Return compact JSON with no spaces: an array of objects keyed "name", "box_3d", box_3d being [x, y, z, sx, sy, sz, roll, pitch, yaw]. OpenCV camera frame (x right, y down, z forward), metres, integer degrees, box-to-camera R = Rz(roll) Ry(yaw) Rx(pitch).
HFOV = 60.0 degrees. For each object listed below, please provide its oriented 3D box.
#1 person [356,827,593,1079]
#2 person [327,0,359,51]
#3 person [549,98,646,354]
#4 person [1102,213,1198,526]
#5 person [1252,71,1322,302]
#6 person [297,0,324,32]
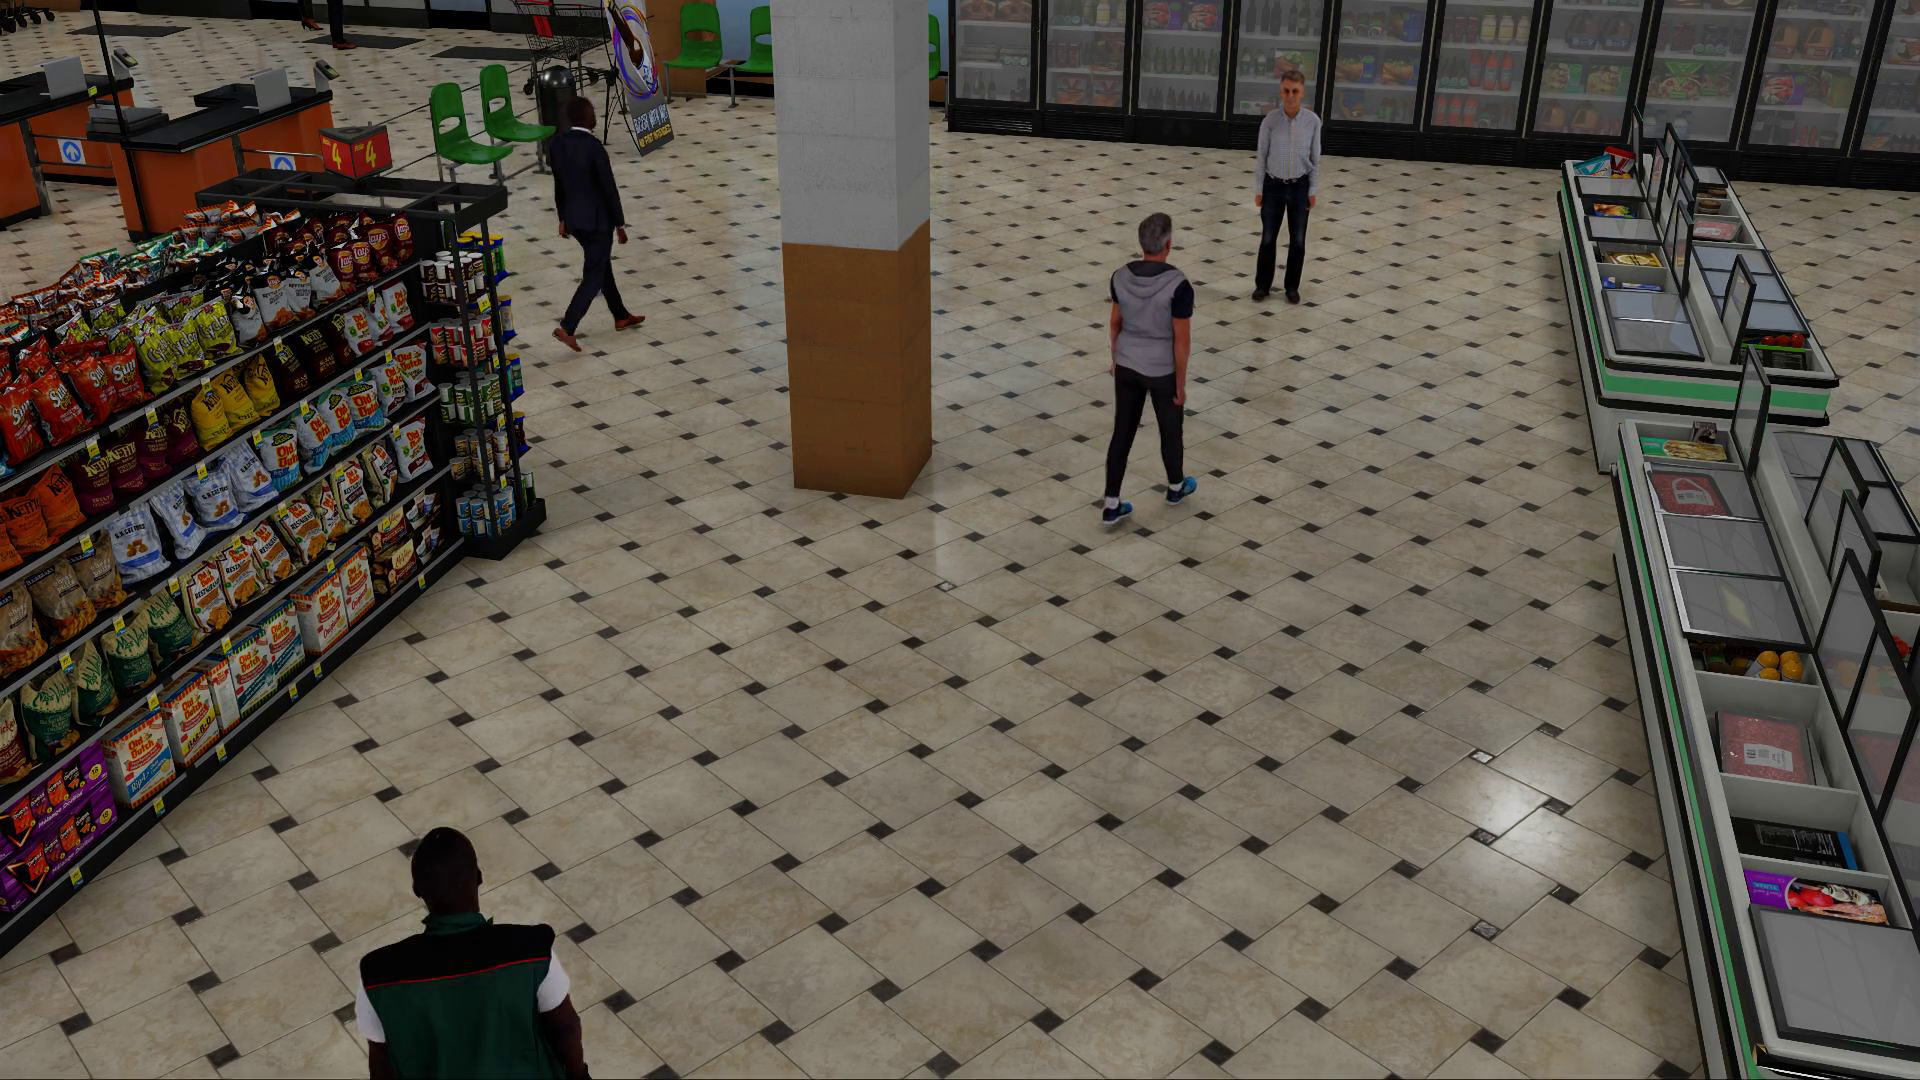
[{"name":"person","box_3d":[-1.249,1.612,4.410,0.863,1.816,1.008,-2,27,-4]},{"name":"person","box_3d":[-8.567,-7.590,22.653,0.734,1.727,0.710,-20,33,-34]},{"name":"person","box_3d":[-2.727,-2.262,12.066,1.000,1.799,1.289,19,33,33]},{"name":"person","box_3d":[1.011,-0.916,9.415,0.927,1.798,1.129,18,32,31]},{"name":"person","box_3d":[2.565,-2.773,13.056,0.665,1.816,0.576,4,27,8]},{"name":"person","box_3d":[-9.483,-8.216,23.938,0.711,1.682,0.711,-23,35,-38]}]
